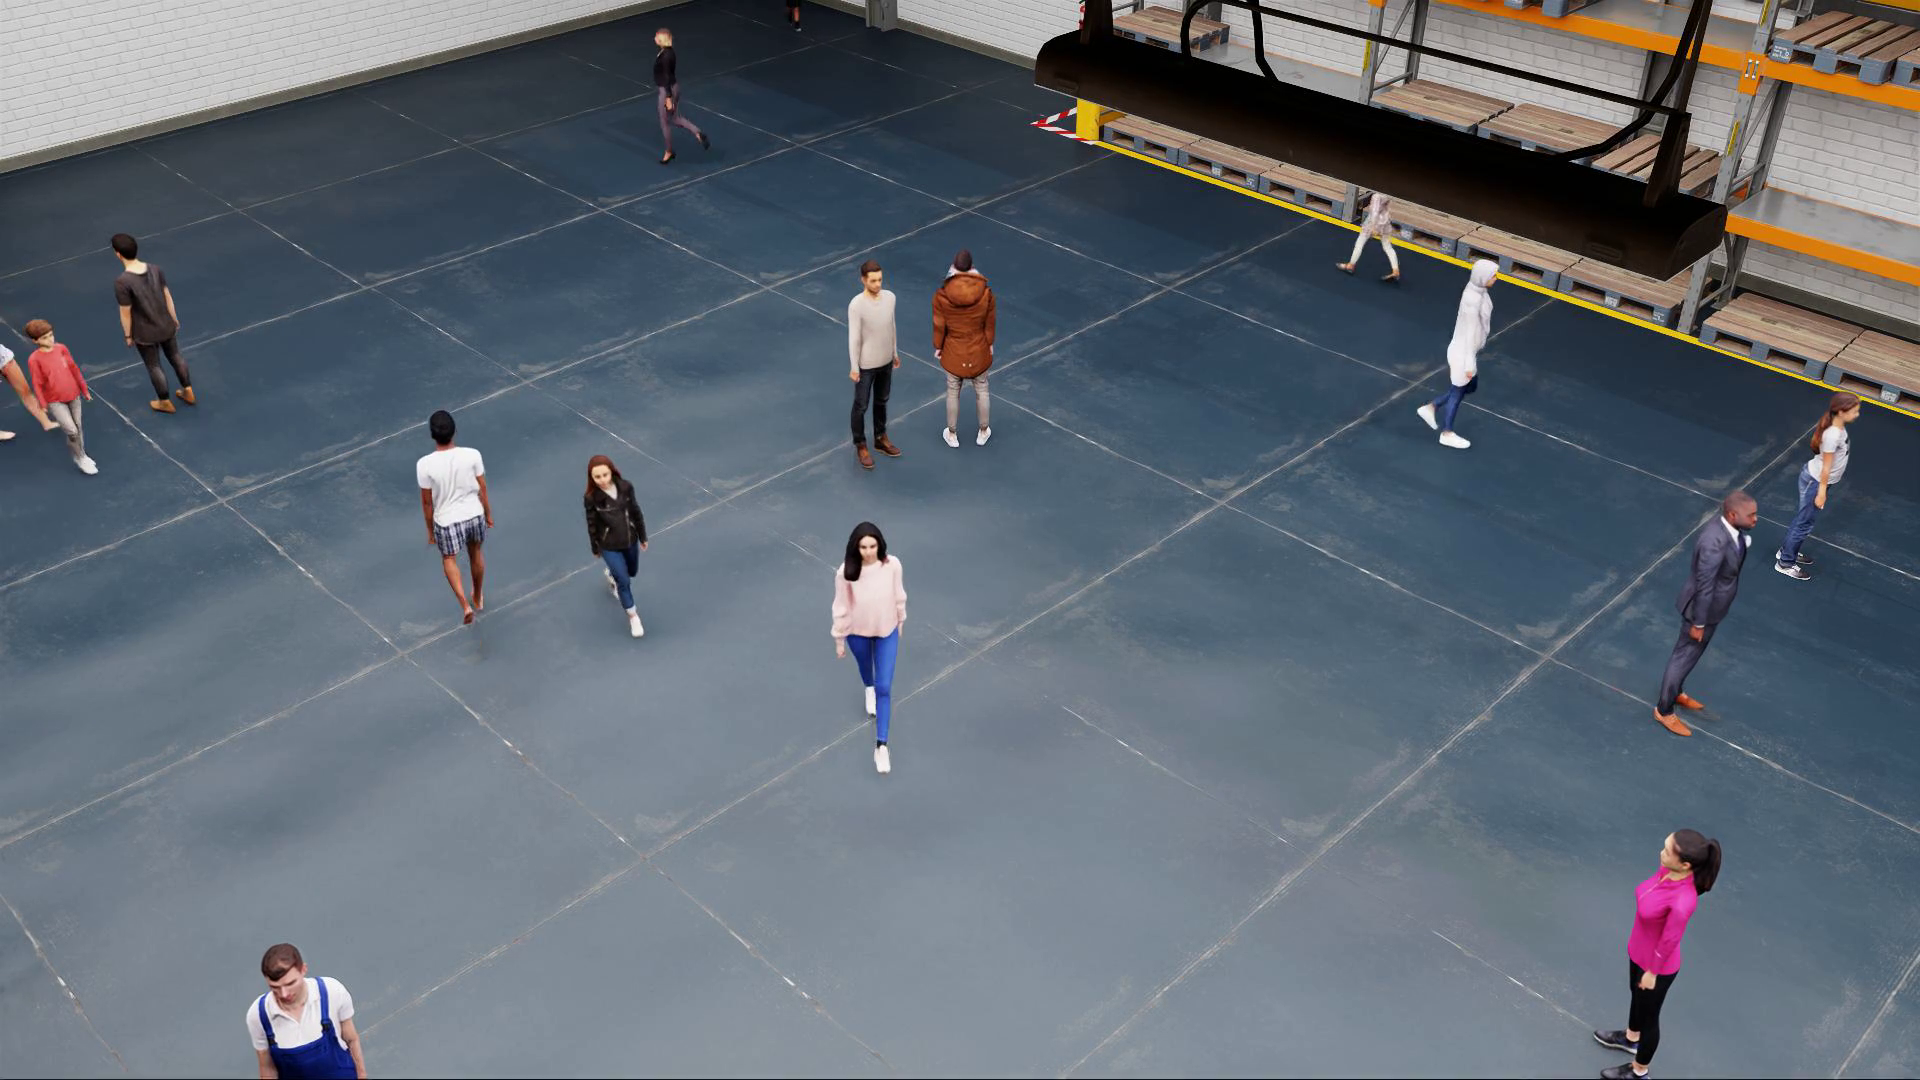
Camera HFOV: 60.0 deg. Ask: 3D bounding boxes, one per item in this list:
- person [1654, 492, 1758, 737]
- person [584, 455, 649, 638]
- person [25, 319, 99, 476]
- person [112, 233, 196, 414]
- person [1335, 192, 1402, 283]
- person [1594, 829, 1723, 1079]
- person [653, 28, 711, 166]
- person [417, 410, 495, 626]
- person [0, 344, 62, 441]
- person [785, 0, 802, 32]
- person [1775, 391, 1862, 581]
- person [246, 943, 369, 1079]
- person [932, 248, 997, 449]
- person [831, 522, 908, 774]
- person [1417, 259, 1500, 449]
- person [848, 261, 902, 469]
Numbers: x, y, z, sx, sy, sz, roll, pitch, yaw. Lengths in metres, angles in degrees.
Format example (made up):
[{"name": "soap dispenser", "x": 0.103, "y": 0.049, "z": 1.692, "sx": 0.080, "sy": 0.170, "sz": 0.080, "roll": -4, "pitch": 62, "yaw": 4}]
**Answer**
[{"name": "person", "x": 5.027, "y": 0.448, "z": 11.236, "sx": 0.649, "sy": 1.824, "sz": 0.740, "roll": 21, "pitch": 39, "yaw": 28}, {"name": "person", "x": -2.548, "y": -0.026, "z": 12.278, "sx": 0.657, "sy": 1.460, "sz": 0.935, "roll": -22, "pitch": 39, "yaw": -29}, {"name": "person", "x": -7.691, "y": -1.247, "z": 14.160, "sx": 0.687, "sy": 1.409, "sz": 0.618, "roll": 17, "pitch": 37, "yaw": 24}, {"name": "person", "x": -7.240, "y": -1.934, "z": 14.922, "sx": 0.637, "sy": 1.712, "sz": 0.681, "roll": 22, "pitch": 39, "yaw": 29}, {"name": "person", "x": 4.427, "y": -3.285, "z": 17.345, "sx": 0.951, "sy": 1.279, "sz": 0.539, "roll": 27, "pitch": 42, "yaw": 34}, {"name": "person", "x": 3.667, "y": 2.178, "z": 8.747, "sx": 0.716, "sy": 1.697, "sz": 0.675, "roll": 6, "pitch": 34, "yaw": 8}, {"name": "person", "x": -3.423, "y": -5.346, "z": 20.106, "sx": 0.966, "sy": 1.654, "sz": 0.911, "roll": -1, "pitch": 34, "yaw": -1}, {"name": "person", "x": -3.657, "y": -0.114, "z": 12.183, "sx": 0.816, "sy": 1.712, "sz": 0.949, "roll": -14, "pitch": 36, "yaw": -20}, {"name": "person", "x": -8.538, "y": -1.561, "z": 14.477, "sx": 0.994, "sy": 1.582, "sz": 0.932, "roll": 0, "pitch": 34, "yaw": 0}, {"name": "person", "x": -2.507, "y": -8.289, "z": 24.897, "sx": 0.656, "sy": 1.253, "sz": 0.764, "roll": -10, "pitch": 35, "yaw": -15}, {"name": "person", "x": 6.625, "y": -0.453, "z": 12.827, "sx": 0.593, "sy": 1.563, "sz": 0.592, "roll": 16, "pitch": 37, "yaw": 23}, {"name": "person", "x": -3.068, "y": 2.597, "z": 7.979, "sx": 0.699, "sy": 1.851, "sz": 0.684, "roll": -14, "pitch": 36, "yaw": -20}, {"name": "person", "x": 0.052, "y": -1.649, "z": 14.378, "sx": 0.855, "sy": 1.839, "sz": 0.908, "roll": -2, "pitch": 34, "yaw": -3}, {"name": "person", "x": -0.605, "y": 0.590, "z": 11.119, "sx": 1.137, "sy": 1.716, "sz": 1.253, "roll": -3, "pitch": 34, "yaw": -4}, {"name": "person", "x": 4.271, "y": -1.616, "z": 14.395, "sx": 0.838, "sy": 1.765, "sz": 0.738, "roll": 15, "pitch": 36, "yaw": 21}, {"name": "person", "x": -0.739, "y": -1.526, "z": 14.170, "sx": 0.674, "sy": 1.865, "sz": 0.565, "roll": -25, "pitch": 41, "yaw": -33}]
